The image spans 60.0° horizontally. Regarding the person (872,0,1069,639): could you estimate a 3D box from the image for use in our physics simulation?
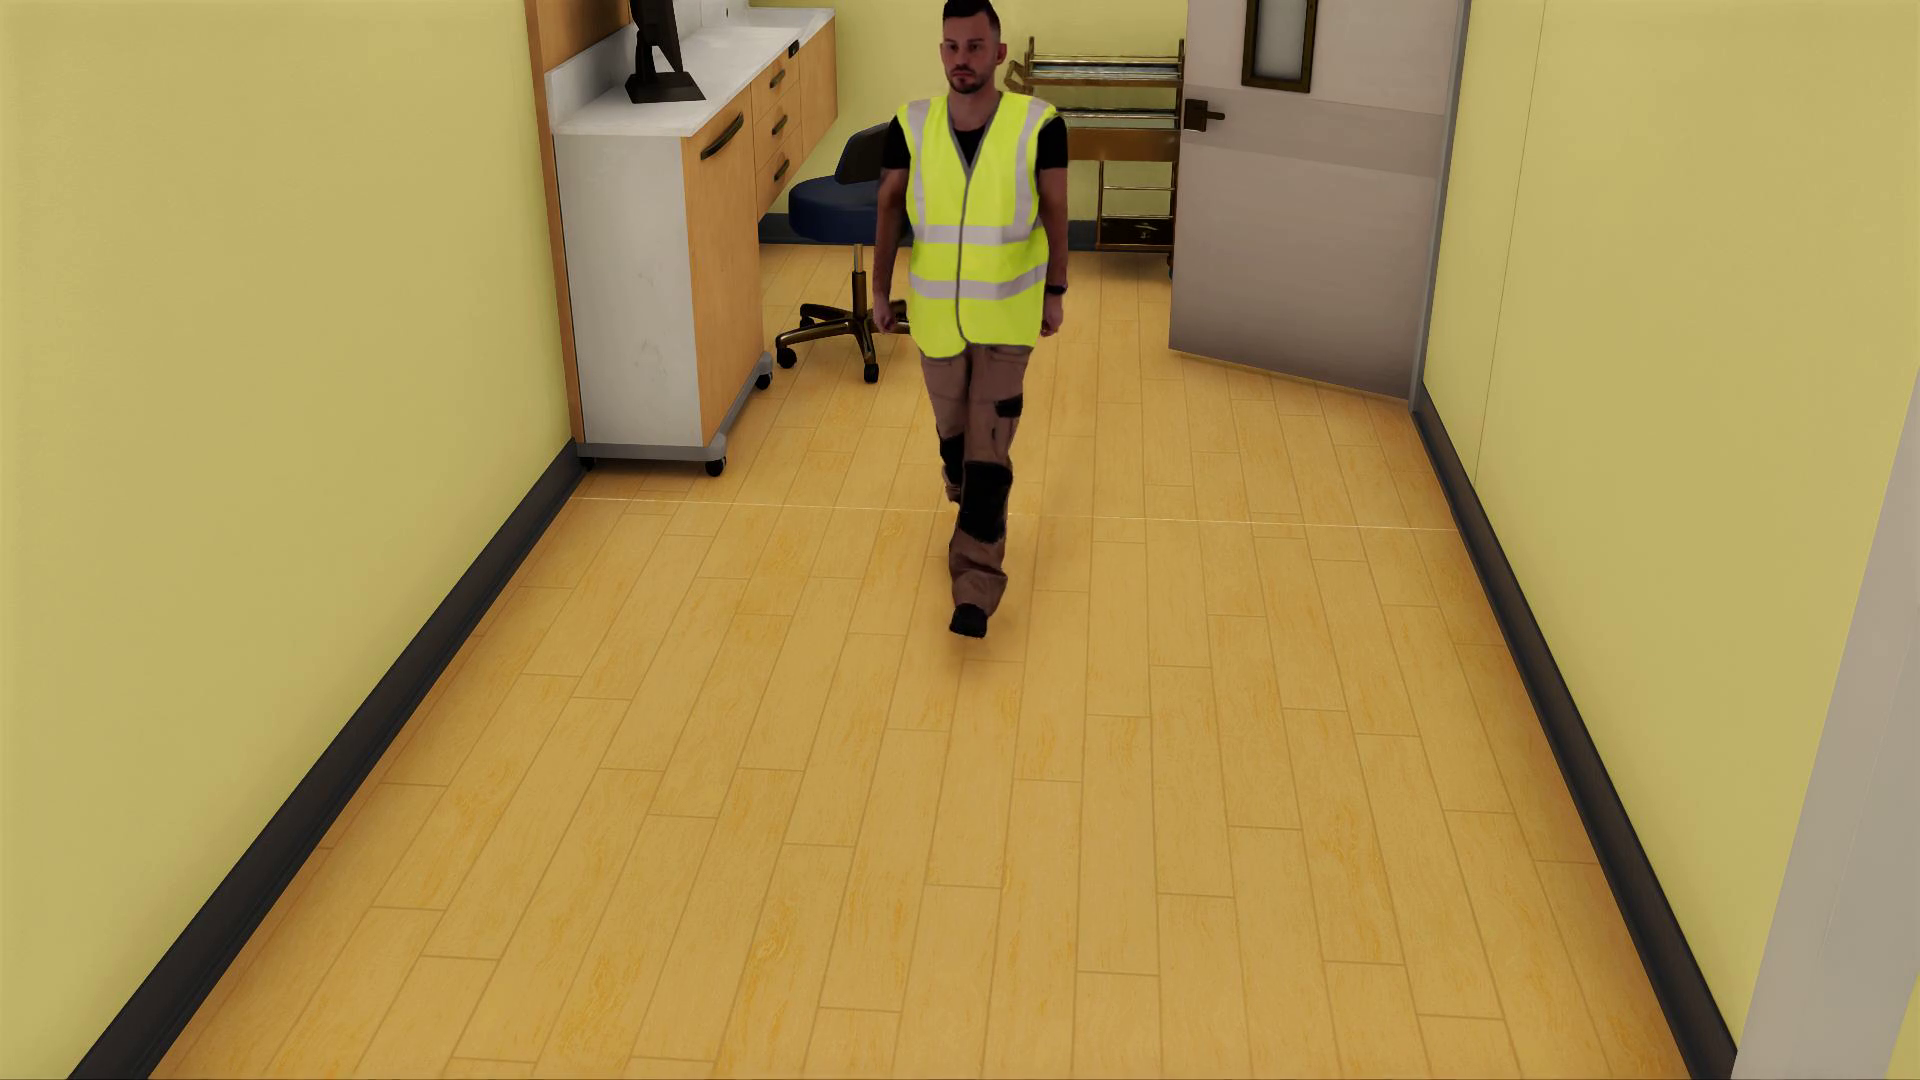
[{"bbox_3d":[0.048,-0.682,4.978,1.124,1.797,0.853,5,26,10],"label":"person"}]
